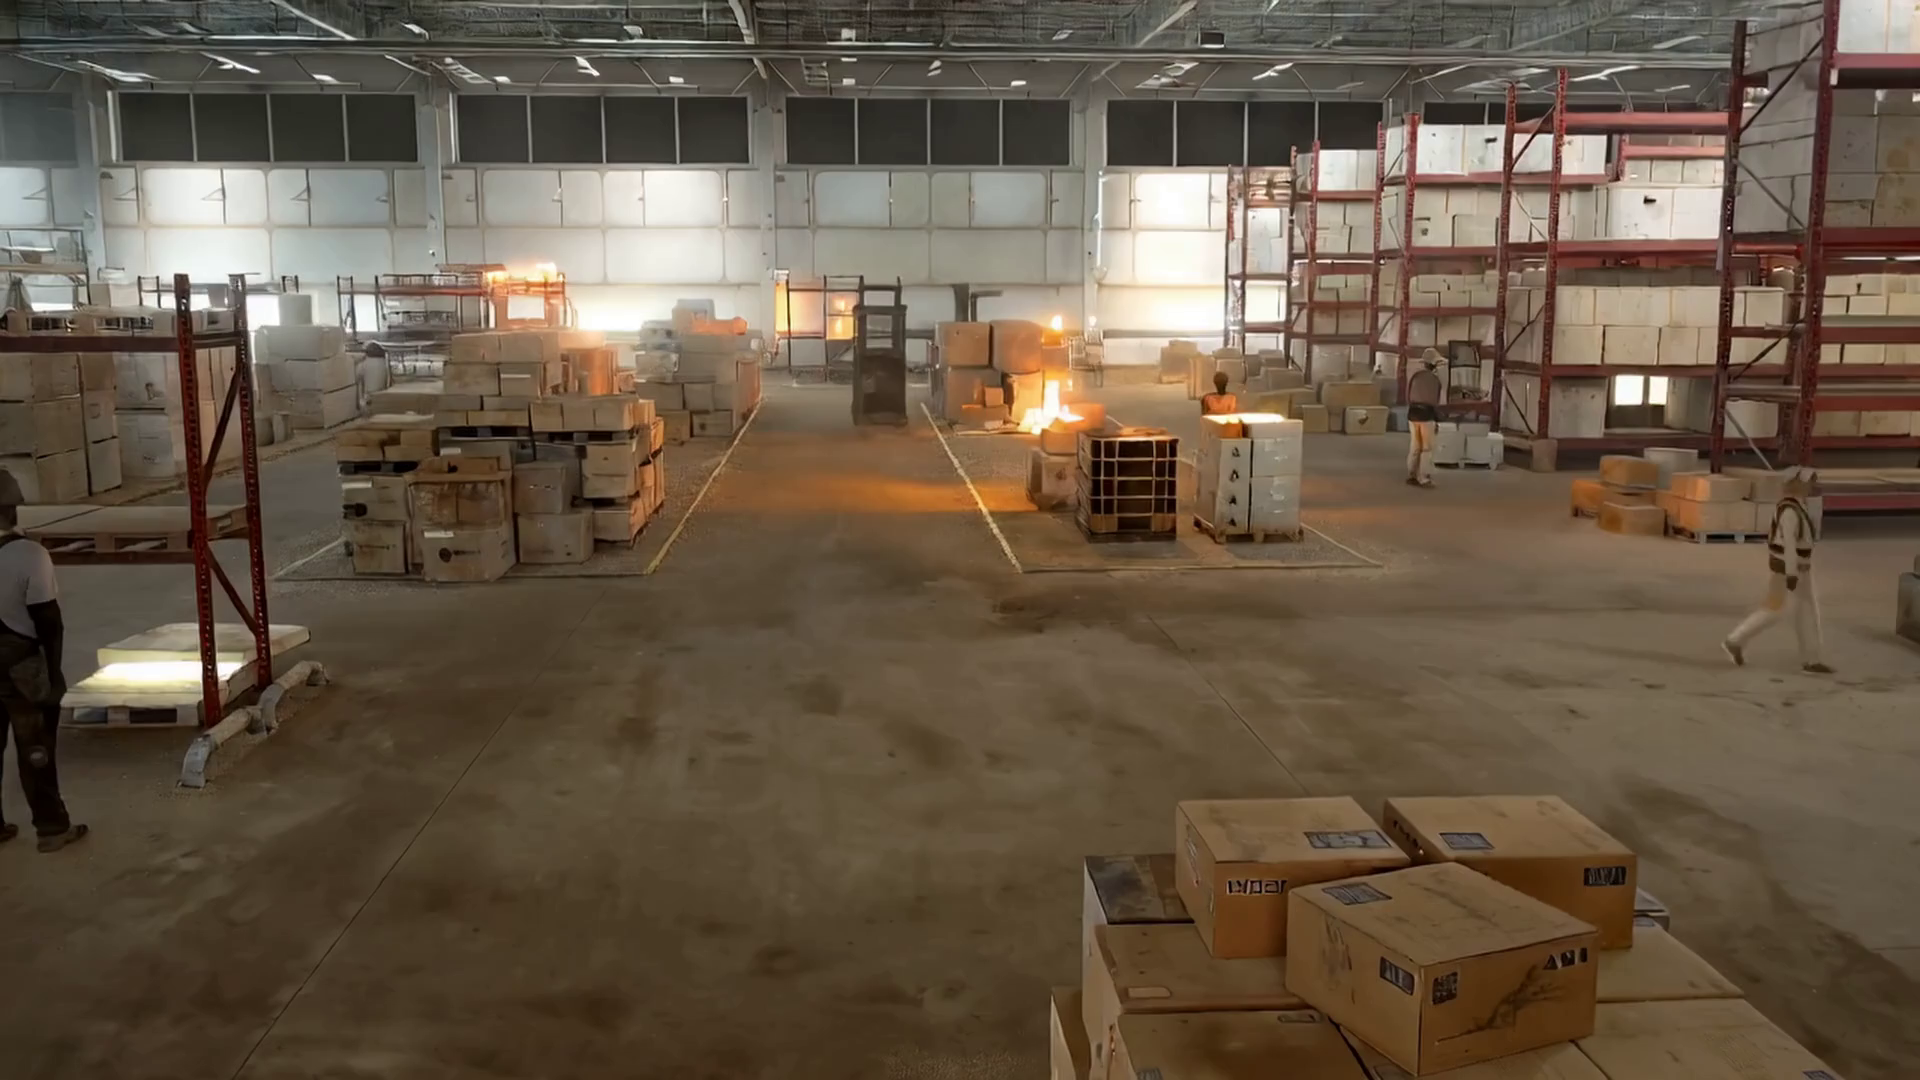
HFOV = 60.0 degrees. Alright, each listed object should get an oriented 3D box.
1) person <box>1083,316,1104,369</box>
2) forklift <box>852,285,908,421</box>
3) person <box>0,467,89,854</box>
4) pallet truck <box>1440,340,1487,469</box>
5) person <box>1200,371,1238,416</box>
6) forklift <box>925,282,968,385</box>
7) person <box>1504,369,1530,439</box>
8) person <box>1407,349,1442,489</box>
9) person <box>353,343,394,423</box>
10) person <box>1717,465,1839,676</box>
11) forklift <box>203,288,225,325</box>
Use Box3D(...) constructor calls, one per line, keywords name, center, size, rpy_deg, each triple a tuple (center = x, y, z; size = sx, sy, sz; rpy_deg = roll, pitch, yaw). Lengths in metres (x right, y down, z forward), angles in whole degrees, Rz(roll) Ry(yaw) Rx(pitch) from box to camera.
Box3D(name="person", center=(3.601, -5.099, 45.045), size=(0.581, 1.918, 0.613), rpy_deg=(3, 9, 16))
Box3D(name="forklift", center=(-1.699, -3.944, 34.796), size=(1.129, 2.768, 1.873), rpy_deg=(-1, 9, -5))
Box3D(name="person", center=(-4.986, 0.626, 8.726), size=(0.683, 2.000, 0.536), rpy_deg=(1, 9, 5))
Box3D(name="pallet truck", center=(8.004, -2.170, 26.422), size=(0.823, 1.965, 1.885), rpy_deg=(2, 9, 14))
Box3D(name="person", center=(3.625, -1.514, 23.231), size=(0.553, 1.687, 0.353), rpy_deg=(-1, 9, -7))
Box3D(name="forklift", center=(0.015, -5.569, 45.000), size=(1.873, 2.768, 1.129), rpy_deg=(-1, 9, -4))
Box3D(name="person", center=(10.333, -2.748, 30.615), size=(0.770, 1.821, 0.631), rpy_deg=(0, 9, -1))
Box3D(name="person", center=(6.621, -1.715, 23.619), size=(0.403, 1.987, 0.608), rpy_deg=(-5, 10, -26))
Box3D(name="person", center=(-9.704, -2.312, 27.618), size=(0.638, 1.914, 0.853), rpy_deg=(-5, 10, -26))
Box3D(name="person", center=(6.255, 0.218, 12.653), size=(0.805, 1.605, 0.526), rpy_deg=(6, 11, 35))
Box3D(name="forklift", center=(-16.955, -4.460, 38.036), size=(1.873, 2.768, 1.129), rpy_deg=(-4, 10, -23))
